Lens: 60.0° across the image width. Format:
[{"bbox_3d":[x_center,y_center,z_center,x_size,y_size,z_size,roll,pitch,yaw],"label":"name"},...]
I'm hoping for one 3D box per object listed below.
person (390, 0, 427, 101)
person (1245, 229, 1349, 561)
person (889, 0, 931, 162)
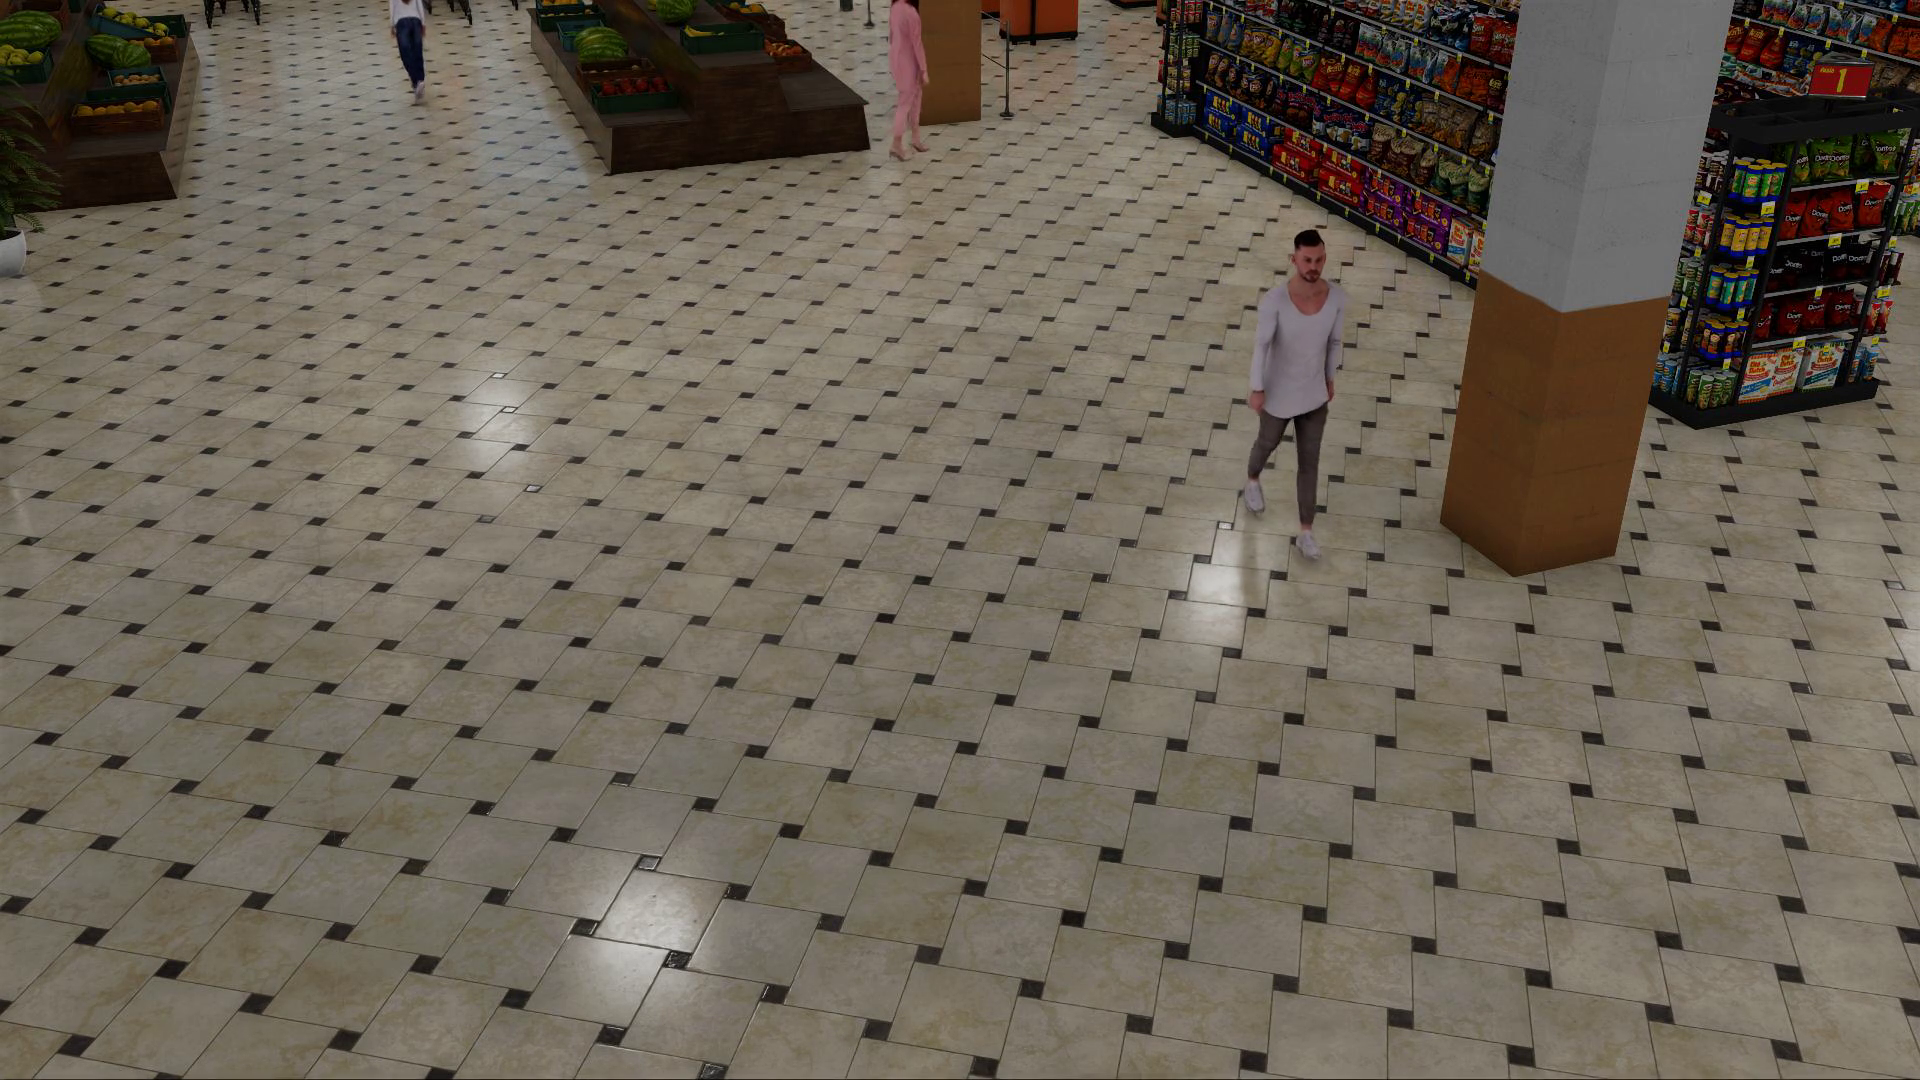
[{"bbox_3d":[-6.068,-5.641,18.322,0.669,1.536,1.061,-17,33,-28],"label":"person"},{"bbox_3d":[1.834,-0.873,9.314,0.855,1.800,1.211,-4,29,-7],"label":"person"},{"bbox_3d":[-0.603,-4.528,16.024,0.755,1.786,0.705,-15,32,-25],"label":"person"}]
